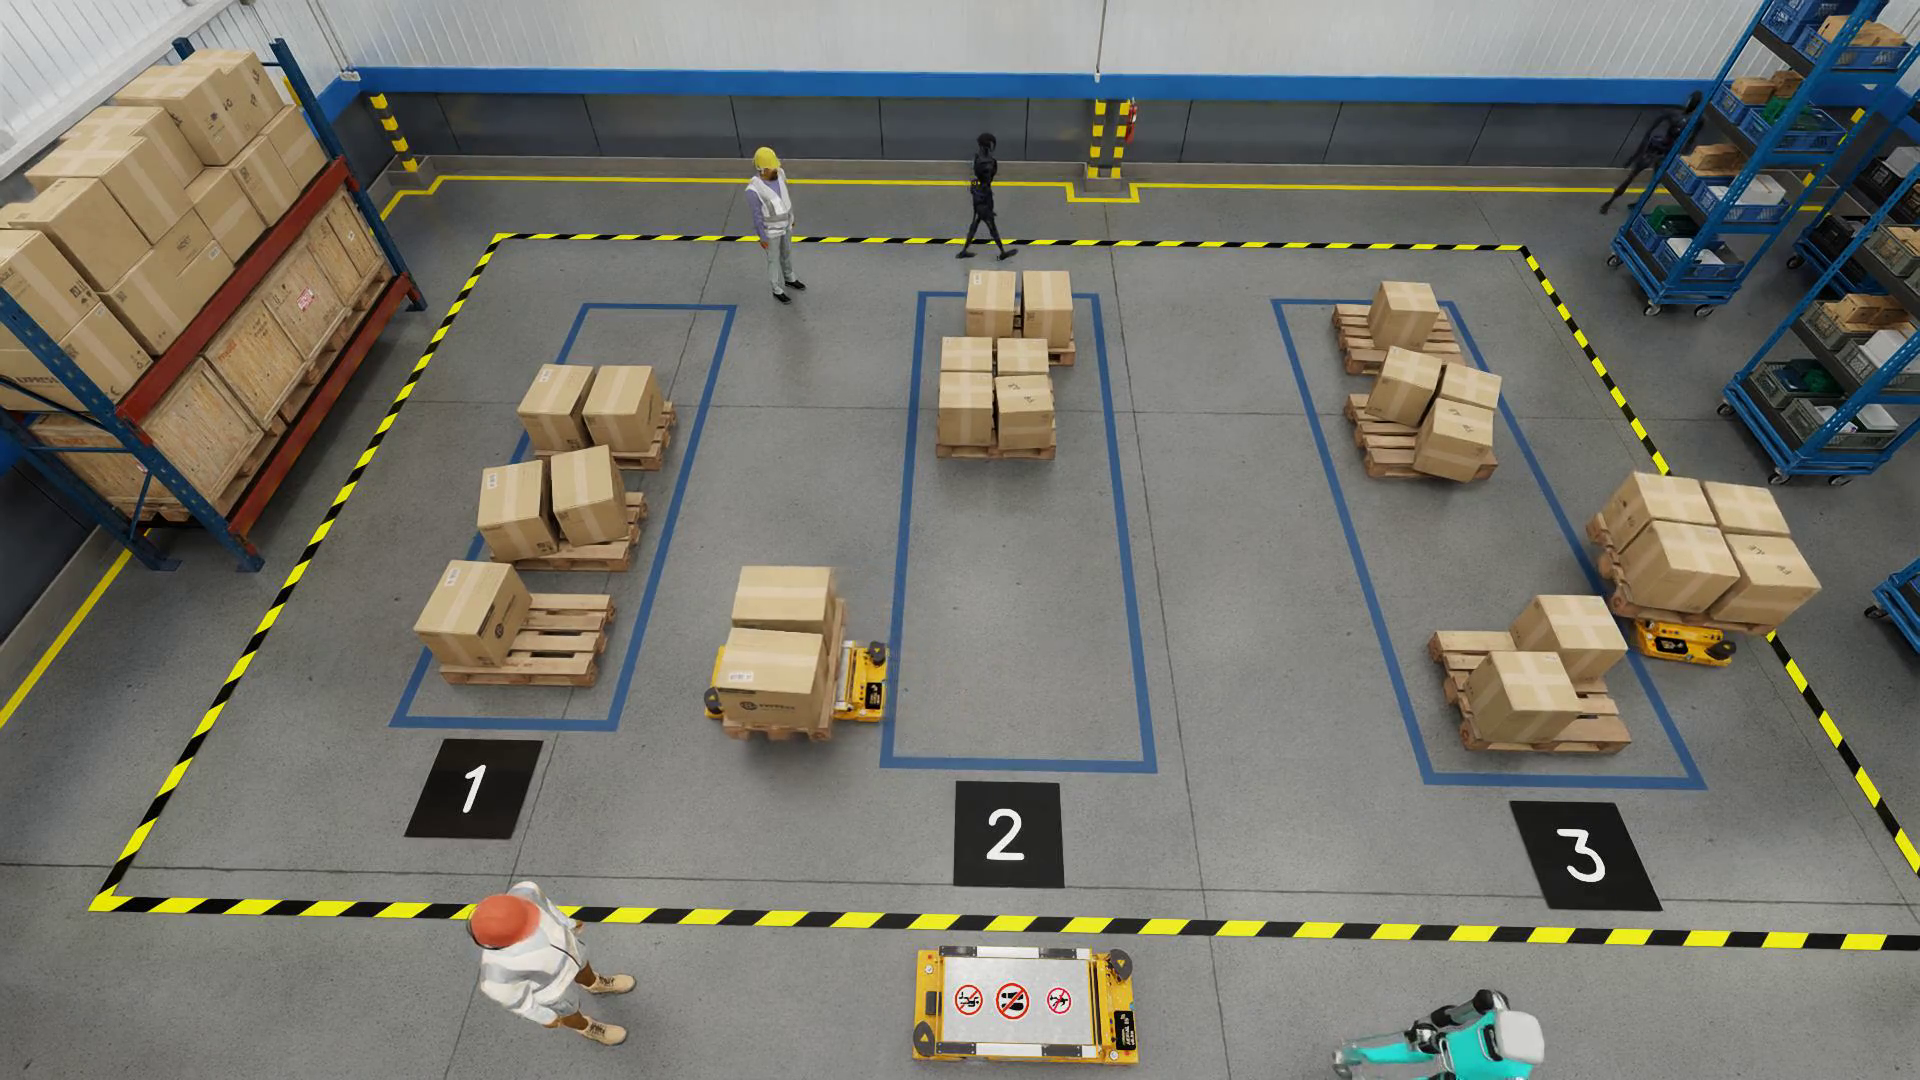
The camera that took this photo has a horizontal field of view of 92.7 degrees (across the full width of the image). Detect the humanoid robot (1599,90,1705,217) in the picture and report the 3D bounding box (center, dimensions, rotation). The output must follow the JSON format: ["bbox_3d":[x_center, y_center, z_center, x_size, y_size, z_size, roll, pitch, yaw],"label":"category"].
[{"bbox_3d":[8.784,-4.852,11.535,0.620,1.637,0.378,14,52,11],"label":"humanoid robot"}]

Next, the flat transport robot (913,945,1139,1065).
[{"bbox_3d":[0.422,3.041,6.007,1.431,0.231,0.659,1,51,1],"label":"flat transport robot"}]

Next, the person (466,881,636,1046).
[{"bbox_3d":[-2.334,2.477,5.324,0.378,2.040,0.613,-1,51,-1],"label":"person"}]

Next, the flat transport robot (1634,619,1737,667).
[{"bbox_3d":[6.253,0.424,8.122,0.652,0.197,1.431,7,51,6],"label":"flat transport robot"}]

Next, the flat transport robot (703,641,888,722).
[{"bbox_3d":[-1.336,1.143,7.536,1.431,0.197,0.652,1,51,1],"label":"flat transport robot"}]

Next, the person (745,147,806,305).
[{"bbox_3d":[-2.076,-3.562,10.380,0.404,1.831,0.599,23,55,18],"label":"person"}]

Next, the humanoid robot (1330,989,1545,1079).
[{"bbox_3d":[2.474,2.959,5.145,0.809,1.793,0.535,3,51,2],"label":"humanoid robot"}]

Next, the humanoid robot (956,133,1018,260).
[{"bbox_3d":[0.330,-4.081,10.930,0.752,1.628,0.588,-8,51,-6],"label":"humanoid robot"}]
